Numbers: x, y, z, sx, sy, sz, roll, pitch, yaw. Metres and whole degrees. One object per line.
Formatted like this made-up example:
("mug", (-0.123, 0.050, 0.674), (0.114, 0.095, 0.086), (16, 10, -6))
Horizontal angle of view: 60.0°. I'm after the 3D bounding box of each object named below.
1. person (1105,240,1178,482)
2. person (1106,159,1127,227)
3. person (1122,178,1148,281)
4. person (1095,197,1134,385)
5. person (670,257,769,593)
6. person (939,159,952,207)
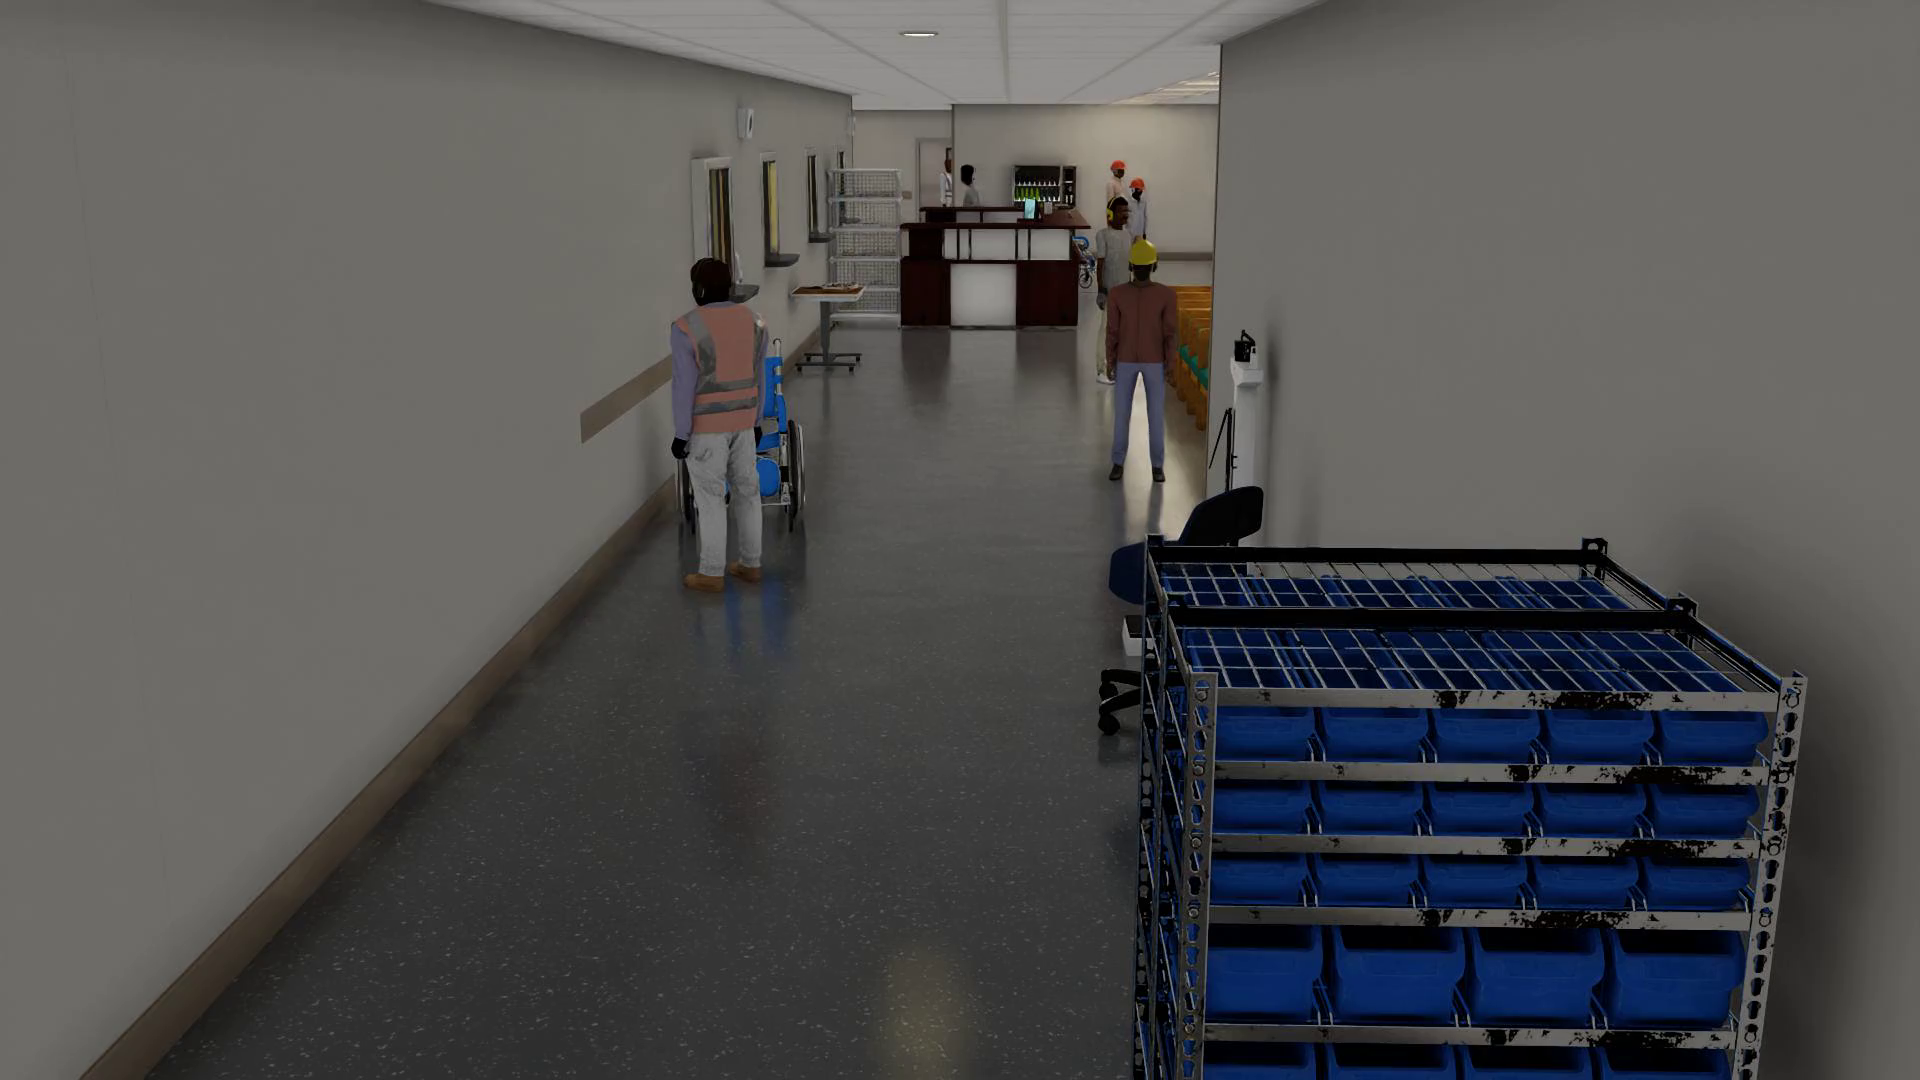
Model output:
("person", (1.306, -1.286, 12.039), (0.522, 1.758, 0.349), (3, 14, 11))
("person", (2.869, -5.968, 30.543), (0.392, 1.995, 0.612), (6, 15, 24))
("person", (2.916, -5.140, 27.698), (0.564, 1.743, 0.352), (-10, 17, -34))
("person", (1.577, -2.511, 16.772), (0.507, 1.872, 0.329), (-12, 18, -40))
("person", (-1.345, -0.631, 9.201), (0.430, 1.843, 0.625), (13, 19, 43))
("person", (-0.255, -7.674, 37.701), (0.354, 1.883, 0.576), (6, 15, 25))
